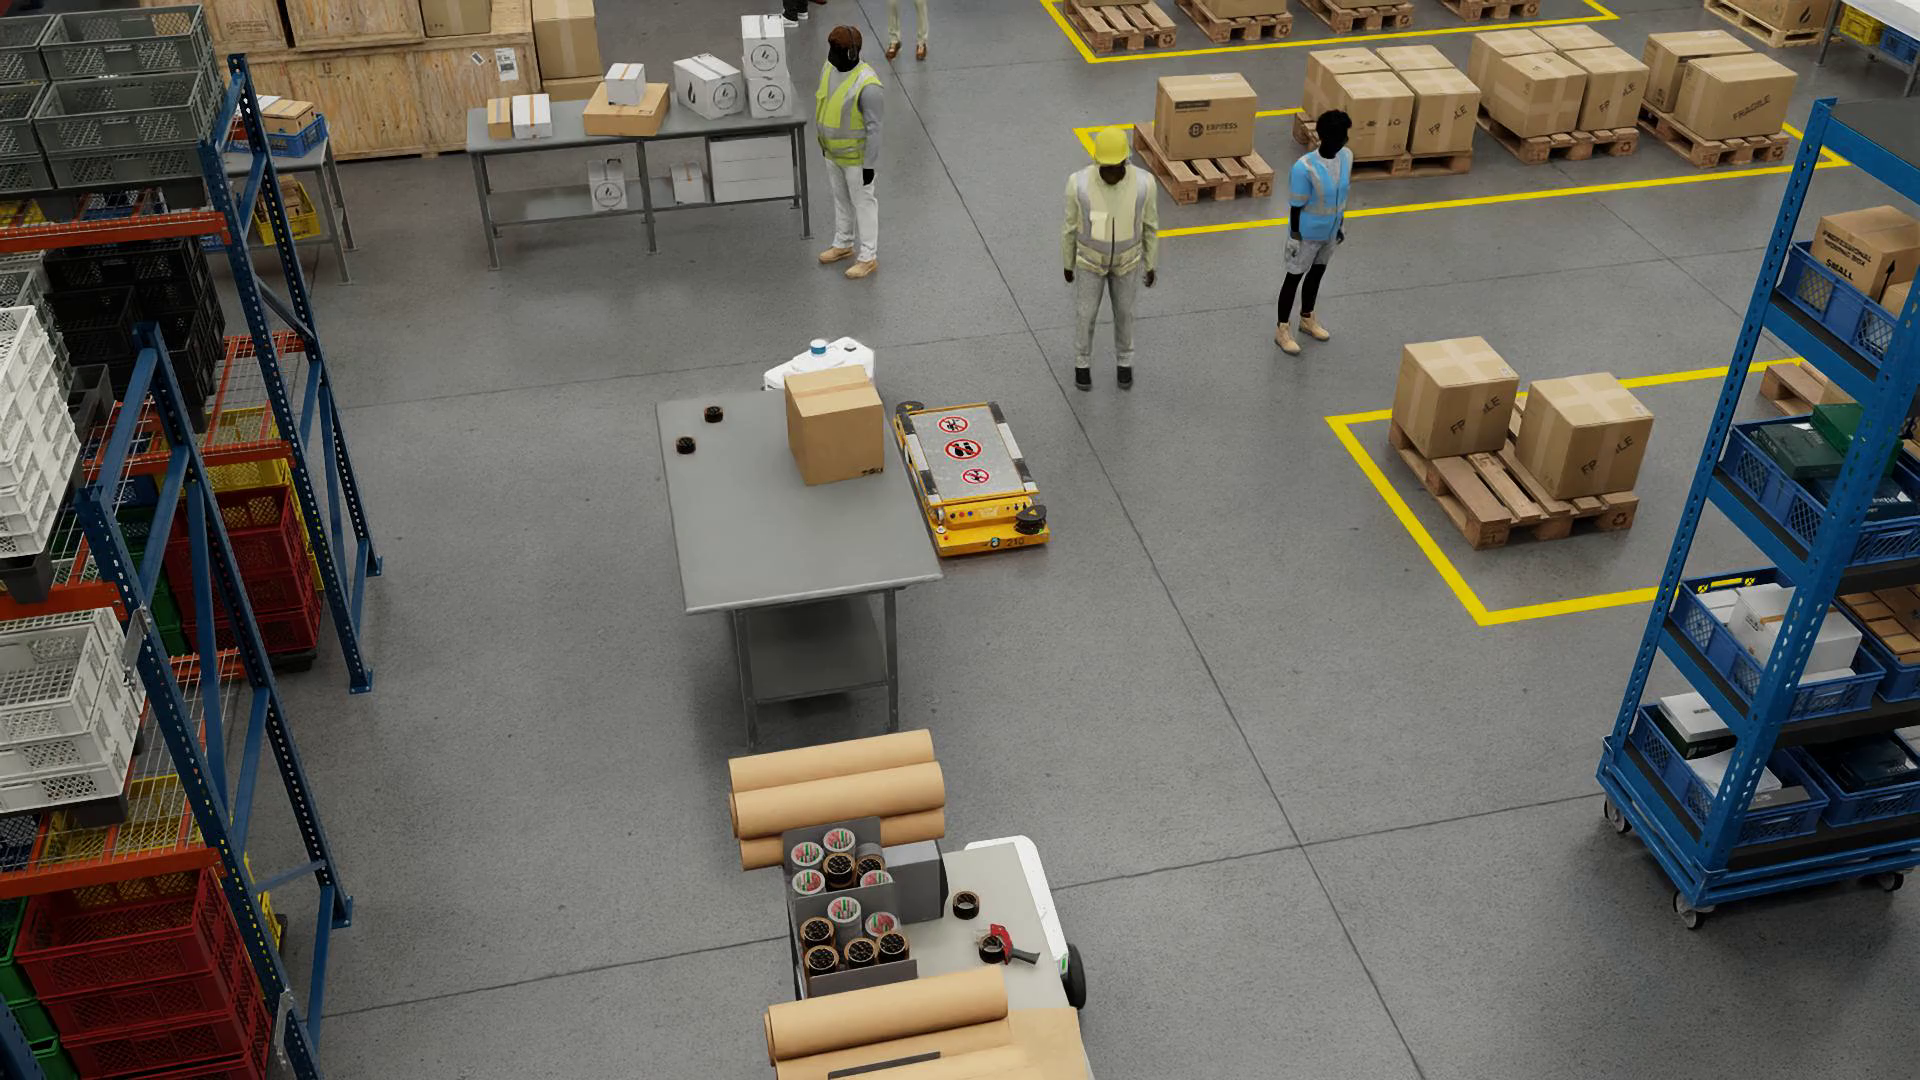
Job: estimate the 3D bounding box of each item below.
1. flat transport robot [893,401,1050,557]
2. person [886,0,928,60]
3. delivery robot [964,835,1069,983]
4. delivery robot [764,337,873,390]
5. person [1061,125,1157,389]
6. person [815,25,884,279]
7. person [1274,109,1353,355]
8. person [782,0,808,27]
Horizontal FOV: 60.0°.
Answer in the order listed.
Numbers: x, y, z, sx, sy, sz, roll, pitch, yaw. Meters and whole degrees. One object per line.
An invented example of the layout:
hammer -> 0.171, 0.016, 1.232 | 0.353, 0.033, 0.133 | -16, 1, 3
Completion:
flat transport robot -> 0.046, -0.430, 10.108 | 0.652, 0.197, 1.431 | -8, 37, -10
person -> -0.515, -5.380, 15.457 | 0.504, 1.842, 0.443 | 11, 38, 15
delivery robot -> 0.224, 1.590, 7.082 | 0.477, 0.478, 0.707 | -7, 37, -9
delivery robot -> -0.894, -1.050, 10.630 | 0.707, 0.478, 0.477 | -29, 45, -33
person -> 0.949, -1.804, 10.668 | 0.603, 1.824, 0.404 | -2, 37, -2
person -> -0.808, -2.794, 11.978 | 0.429, 1.846, 0.621 | -25, 43, -30
person -> 2.380, -2.070, 11.129 | 0.542, 1.694, 0.318 | -24, 43, -29
person -> -1.691, -6.001, 16.226 | 0.386, 1.918, 0.595 | 14, 39, 18
